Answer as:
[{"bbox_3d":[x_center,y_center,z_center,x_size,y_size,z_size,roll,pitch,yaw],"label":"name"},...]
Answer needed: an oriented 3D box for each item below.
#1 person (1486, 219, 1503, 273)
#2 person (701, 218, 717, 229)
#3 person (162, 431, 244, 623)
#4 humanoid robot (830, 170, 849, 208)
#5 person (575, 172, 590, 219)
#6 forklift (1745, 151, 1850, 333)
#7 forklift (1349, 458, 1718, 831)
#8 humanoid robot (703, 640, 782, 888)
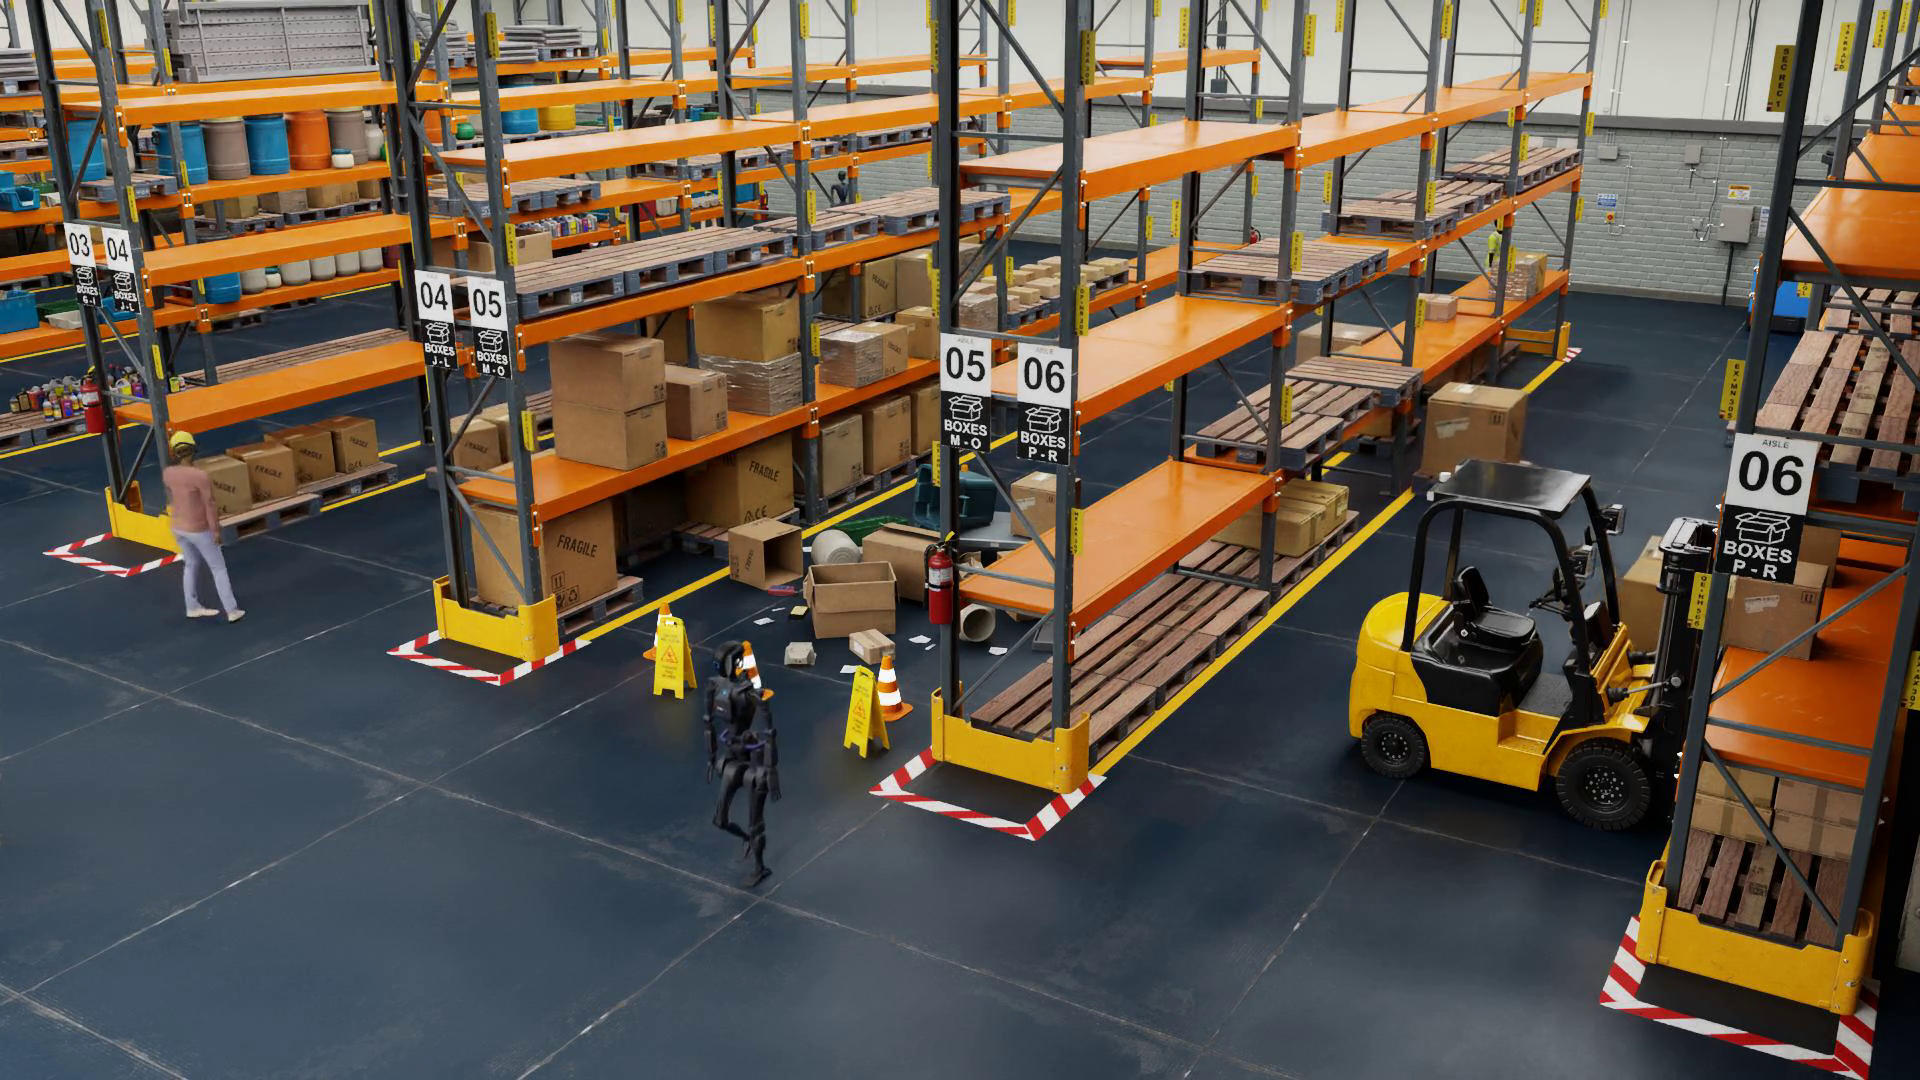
[{"bbox_3d":[8.886,-4.535,27.538,0.316,1.695,0.540,16,25,38],"label":"person"},{"bbox_3d":[-5.283,-7.032,34.776,0.490,1.688,0.348,-6,20,-17],"label":"person"},{"bbox_3d":[-6.734,-0.106,14.687,0.553,1.723,0.383,7,20,18],"label":"person"},{"bbox_3d":[-2.366,-6.653,33.689,0.616,1.646,0.391,-9,21,-25],"label":"humanoid robot"},{"bbox_3d":[-7.906,-7.229,35.207,0.758,1.774,0.543,11,22,28],"label":"person"},{"bbox_3d":[13.620,-4.667,26.137,1.873,2.768,1.129,11,22,29],"label":"forklift"},{"bbox_3d":[3.988,0.658,11.776,2.313,2.155,1.214,11,22,29],"label":"forklift"},{"bbox_3d":[-1.341,1.390,10.443,0.608,1.648,0.369,12,22,31],"label":"humanoid robot"}]
